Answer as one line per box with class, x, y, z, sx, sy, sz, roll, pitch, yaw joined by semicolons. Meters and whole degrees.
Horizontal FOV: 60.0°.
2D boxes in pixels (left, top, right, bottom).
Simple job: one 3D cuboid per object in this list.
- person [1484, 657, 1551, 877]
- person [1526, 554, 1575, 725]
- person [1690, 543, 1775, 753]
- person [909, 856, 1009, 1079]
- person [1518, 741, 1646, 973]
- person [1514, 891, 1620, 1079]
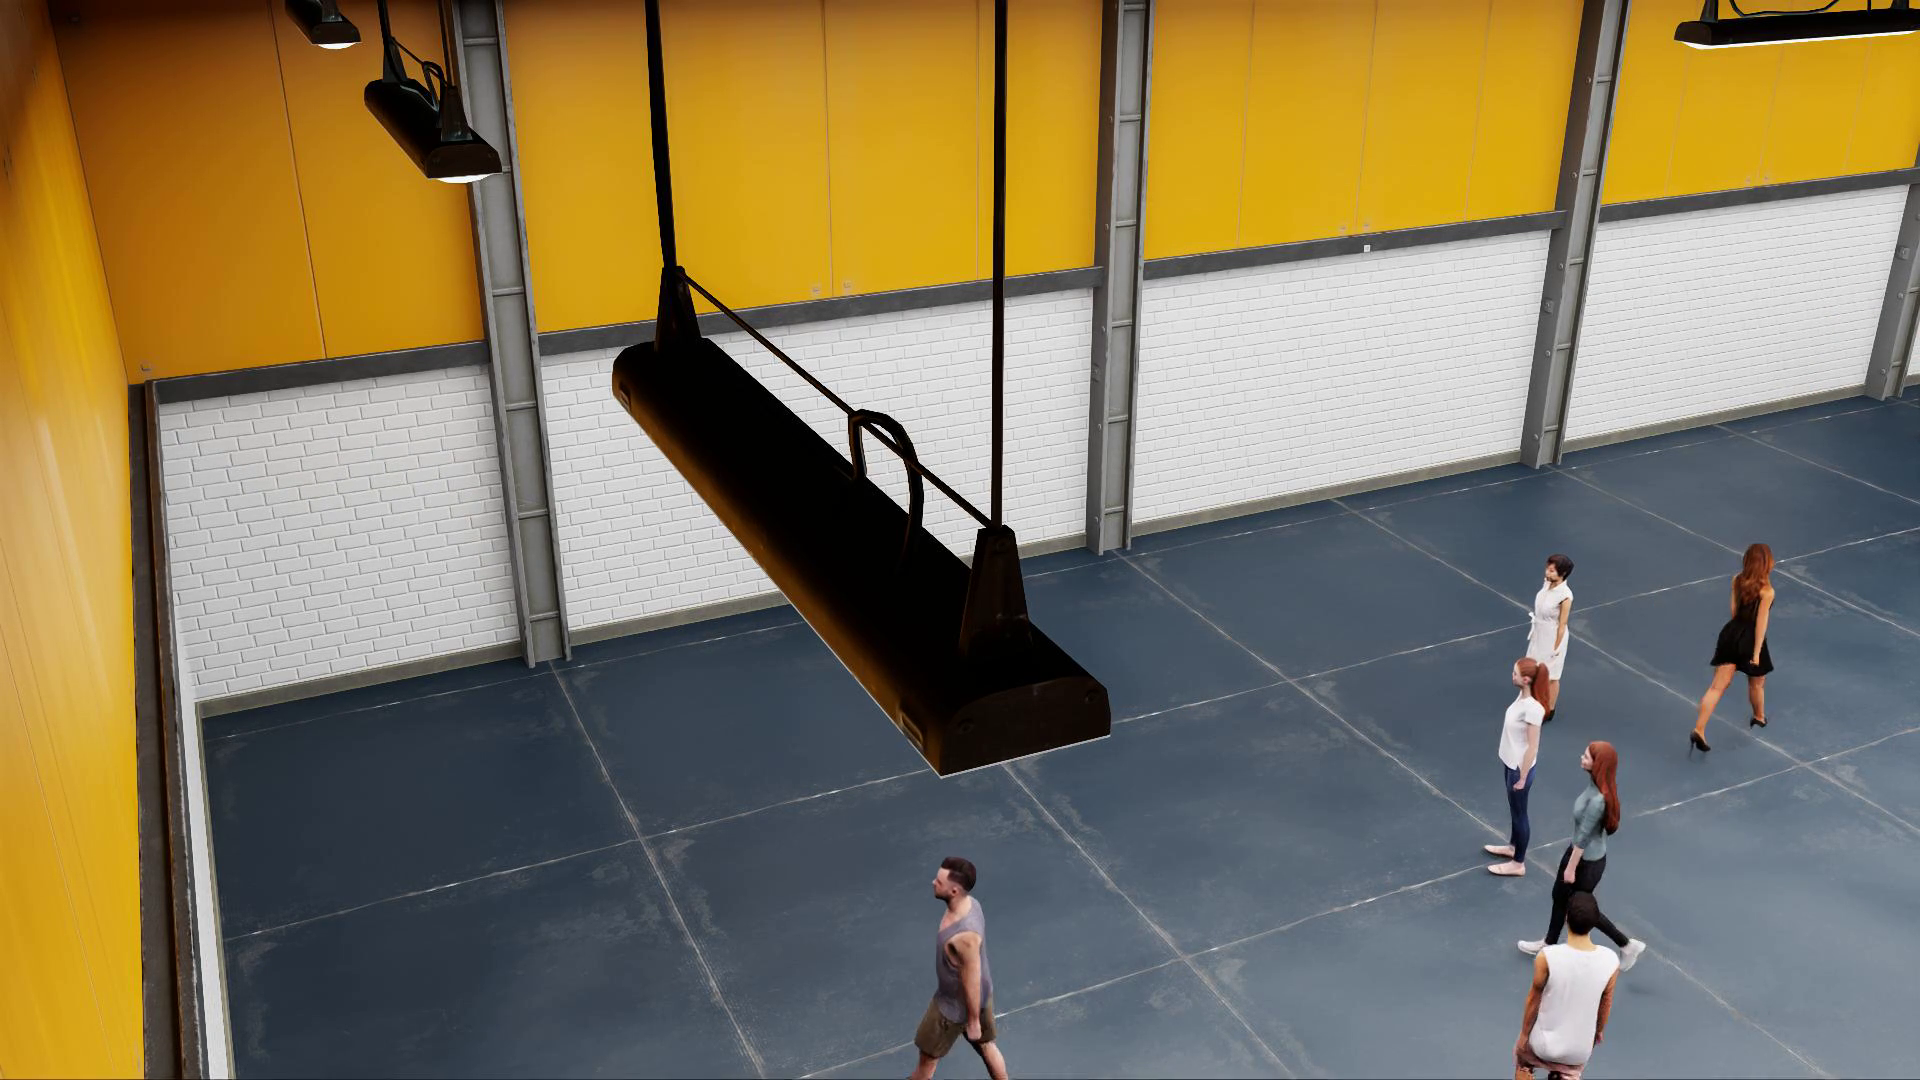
person;4.084;1.637;12.080;0.698;1.737;0.654;6;24;13
person;5.025;0.823;14.174;0.604;1.552;0.613;-4;24;-8
person;6.320;0.937;13.647;1.163;1.765;0.597;-9;25;-20
person;0.101;2.610;9.442;1.237;1.801;1.006;2;24;4
person;4.192;2.136;10.954;1.050;1.725;1.010;10;26;22
person;3.380;2.823;9.324;0.770;1.771;0.854;2;24;4
